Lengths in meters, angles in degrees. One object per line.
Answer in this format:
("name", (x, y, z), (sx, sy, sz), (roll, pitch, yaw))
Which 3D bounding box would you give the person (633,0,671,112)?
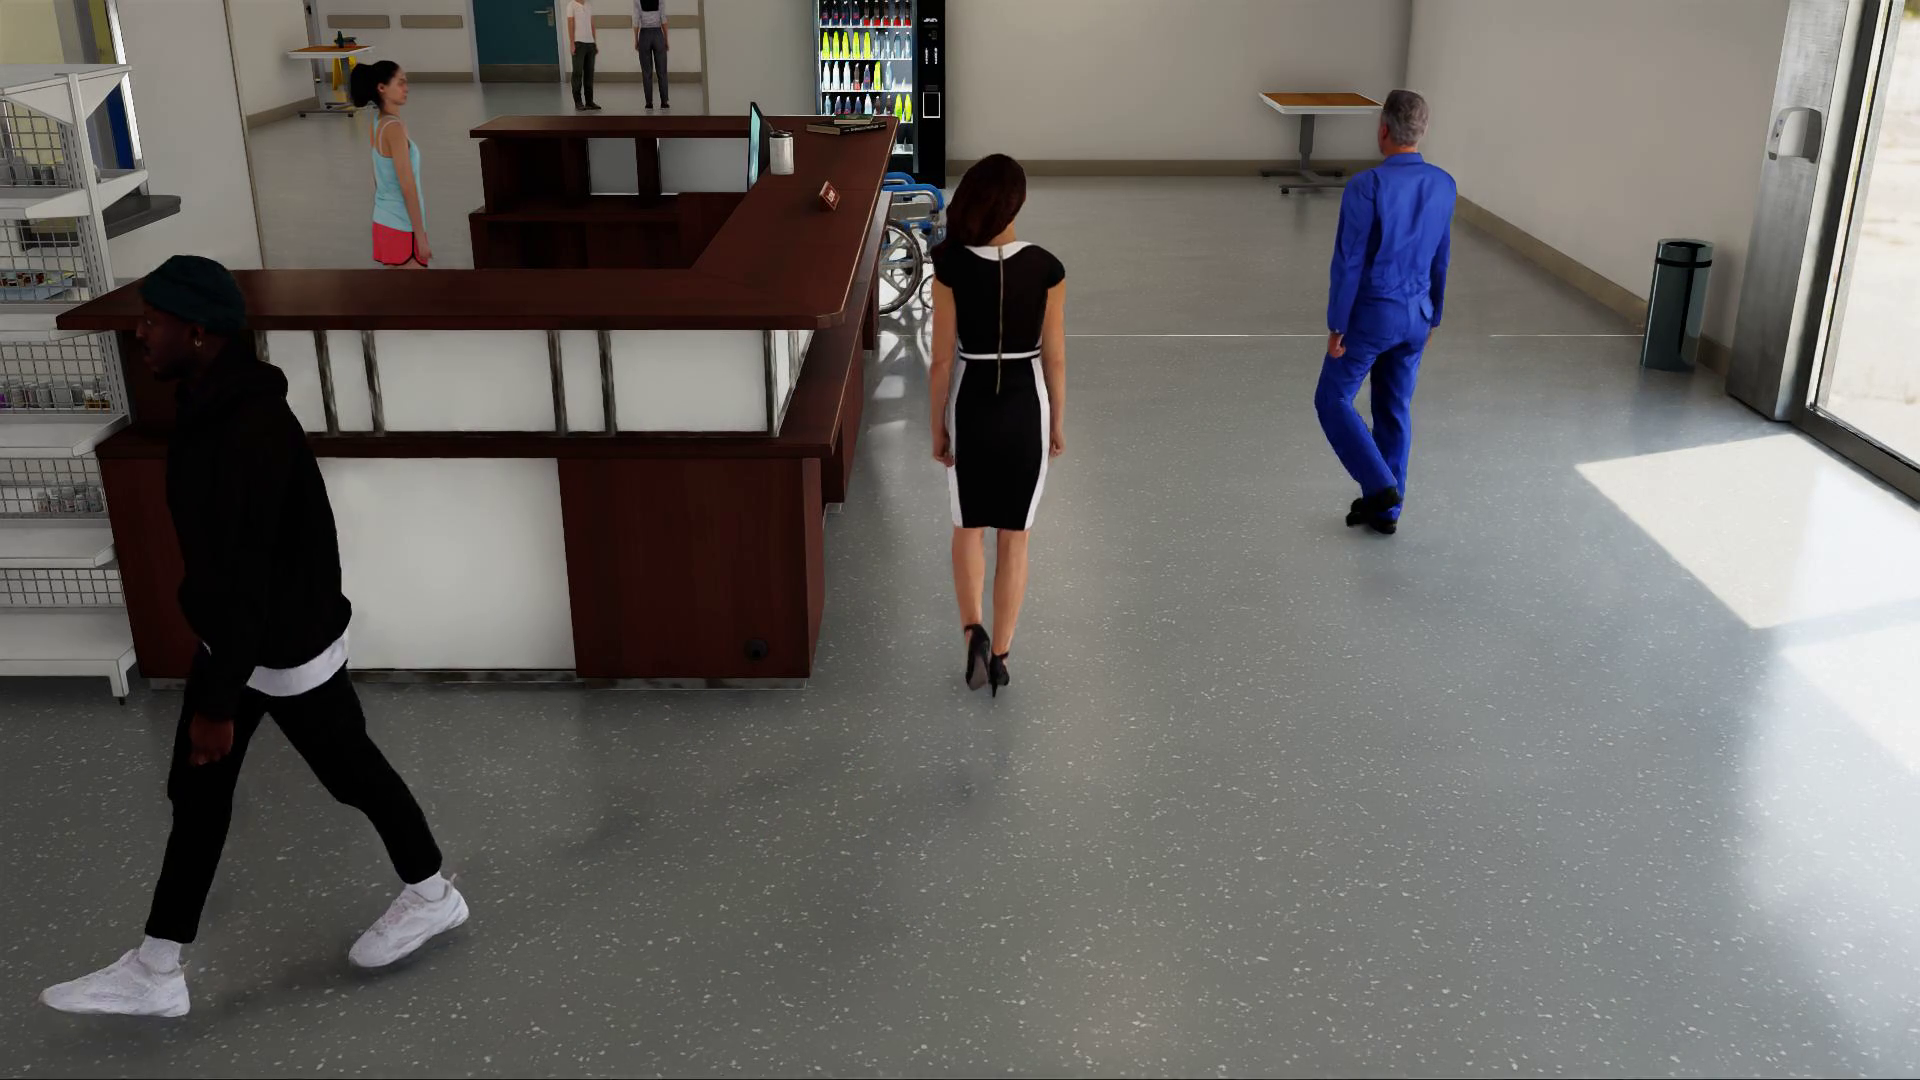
("person", (-4.052, -6.548, 21.856), (0.511, 1.733, 0.692), (-3, 21, -9))

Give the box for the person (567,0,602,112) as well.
("person", (-4.952, -6.497, 21.835), (0.719, 1.653, 0.667), (18, 27, 39))

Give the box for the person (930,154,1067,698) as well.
("person", (0.118, -0.282, 5.240), (0.661, 1.785, 0.662), (1, 21, 3))

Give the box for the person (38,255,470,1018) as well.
("person", (-1.497, 0.247, 3.866), (1.199, 1.767, 1.264), (19, 28, 41))

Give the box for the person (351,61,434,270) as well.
("person", (-2.963, -1.634, 8.839), (0.705, 1.763, 0.676), (-14, 25, -33))

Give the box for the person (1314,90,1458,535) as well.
("person", (1.763, -0.860, 6.726), (0.816, 1.811, 0.928), (-8, 22, -20))
